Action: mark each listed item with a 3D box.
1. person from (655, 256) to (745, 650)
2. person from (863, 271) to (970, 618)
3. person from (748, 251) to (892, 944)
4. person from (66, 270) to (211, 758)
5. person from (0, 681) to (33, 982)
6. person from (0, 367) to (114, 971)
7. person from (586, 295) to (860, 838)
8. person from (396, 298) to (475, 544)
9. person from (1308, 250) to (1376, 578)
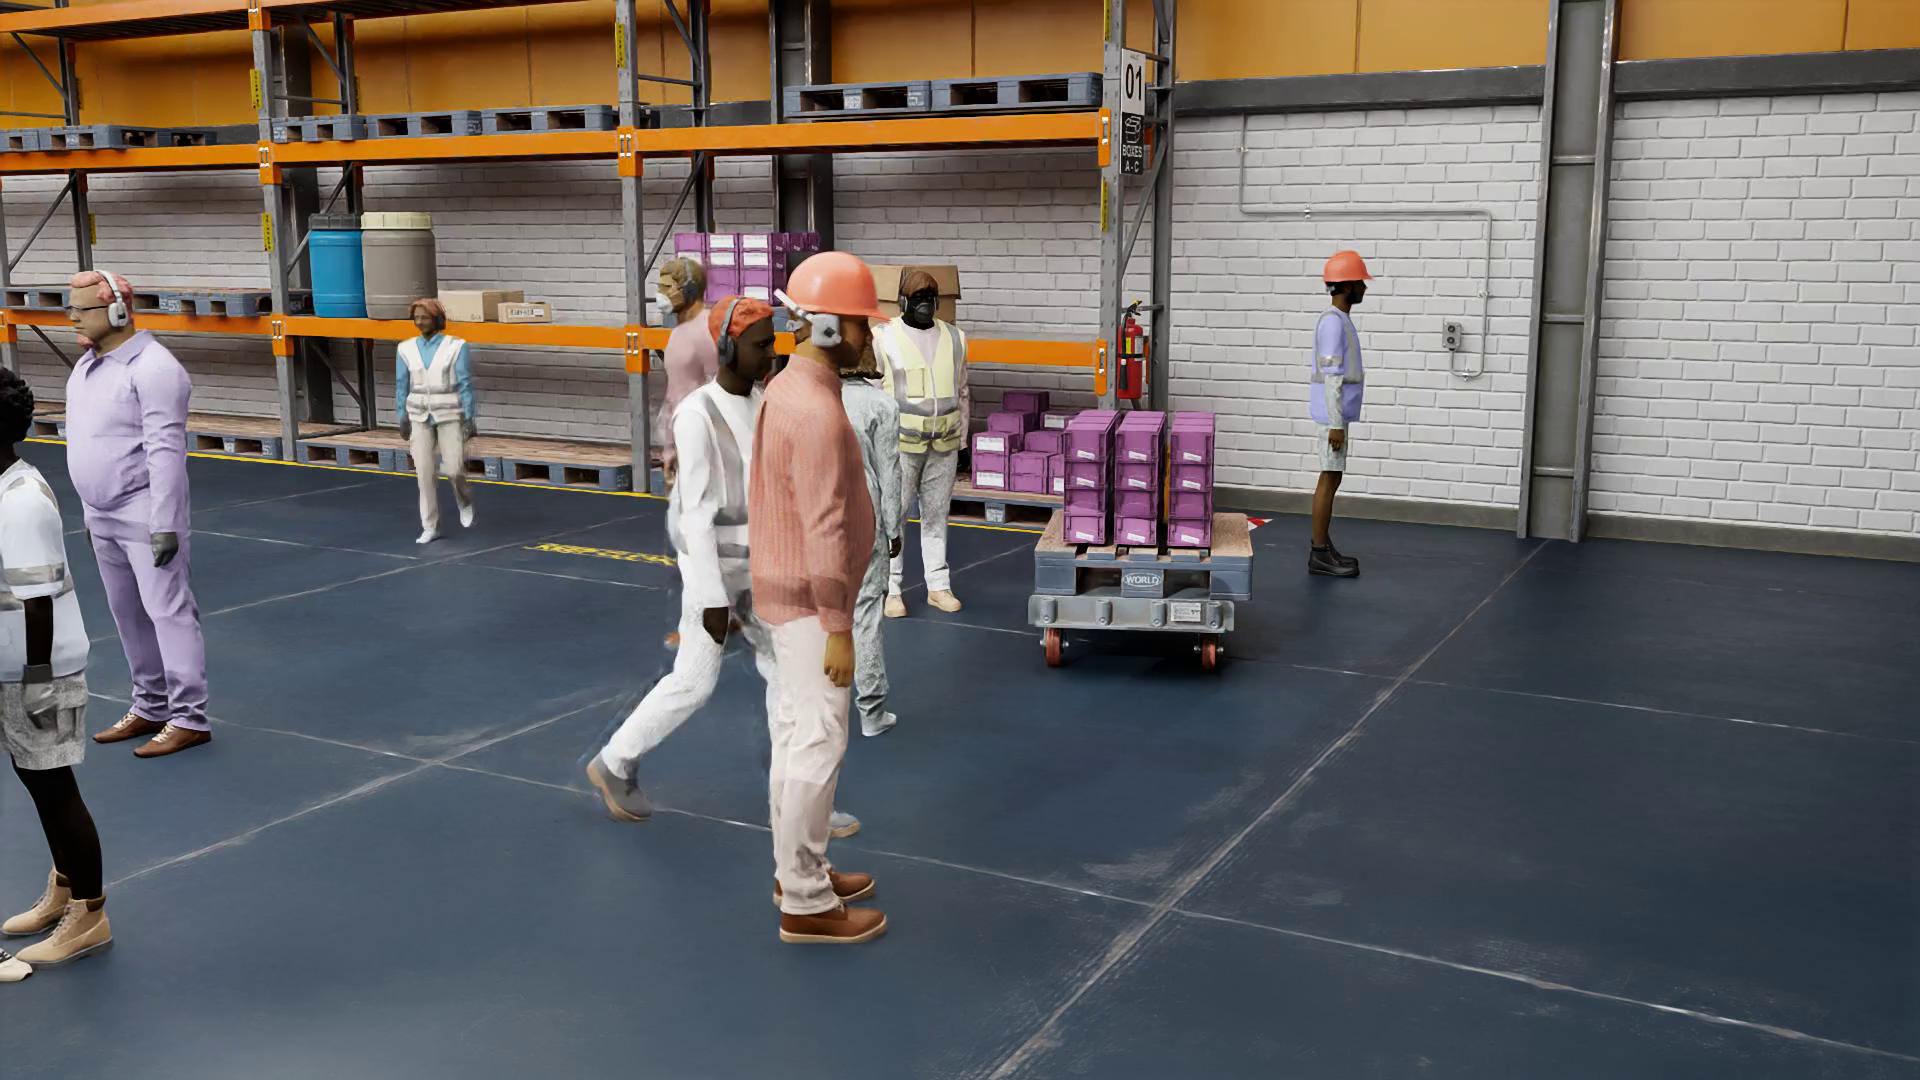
[{"bbox_3d":[-1.301,-0.416,8.160,0.653,1.924,0.677,-5,11,-24],"label":"person"},{"bbox_3d":[-0.217,-0.513,8.931,0.627,1.844,0.429,-5,11,-26],"label":"person"},{"bbox_3d":[-0.395,0.173,4.788,0.413,1.984,0.624,-3,11,-14],"label":"person"},{"bbox_3d":[-3.263,-0.098,6.522,0.636,1.900,0.398,7,12,32],"label":"person"},{"bbox_3d":[-2.734,0.366,4.326,0.322,1.766,0.525,5,12,26],"label":"person"},{"bbox_3d":[-2.615,0.348,4.636,0.321,1.695,0.533,-8,13,-39],"label":"person"},{"bbox_3d":[-0.844,0.097,5.614,0.950,1.846,0.580,4,11,21],"label":"person"},{"bbox_3d":[-3.480,-0.799,11.090,0.537,1.625,0.448,1,10,4],"label":"person"},{"bbox_3d":[2.277,-0.751,9.967,0.356,1.938,0.552,2,11,13],"label":"person"}]
